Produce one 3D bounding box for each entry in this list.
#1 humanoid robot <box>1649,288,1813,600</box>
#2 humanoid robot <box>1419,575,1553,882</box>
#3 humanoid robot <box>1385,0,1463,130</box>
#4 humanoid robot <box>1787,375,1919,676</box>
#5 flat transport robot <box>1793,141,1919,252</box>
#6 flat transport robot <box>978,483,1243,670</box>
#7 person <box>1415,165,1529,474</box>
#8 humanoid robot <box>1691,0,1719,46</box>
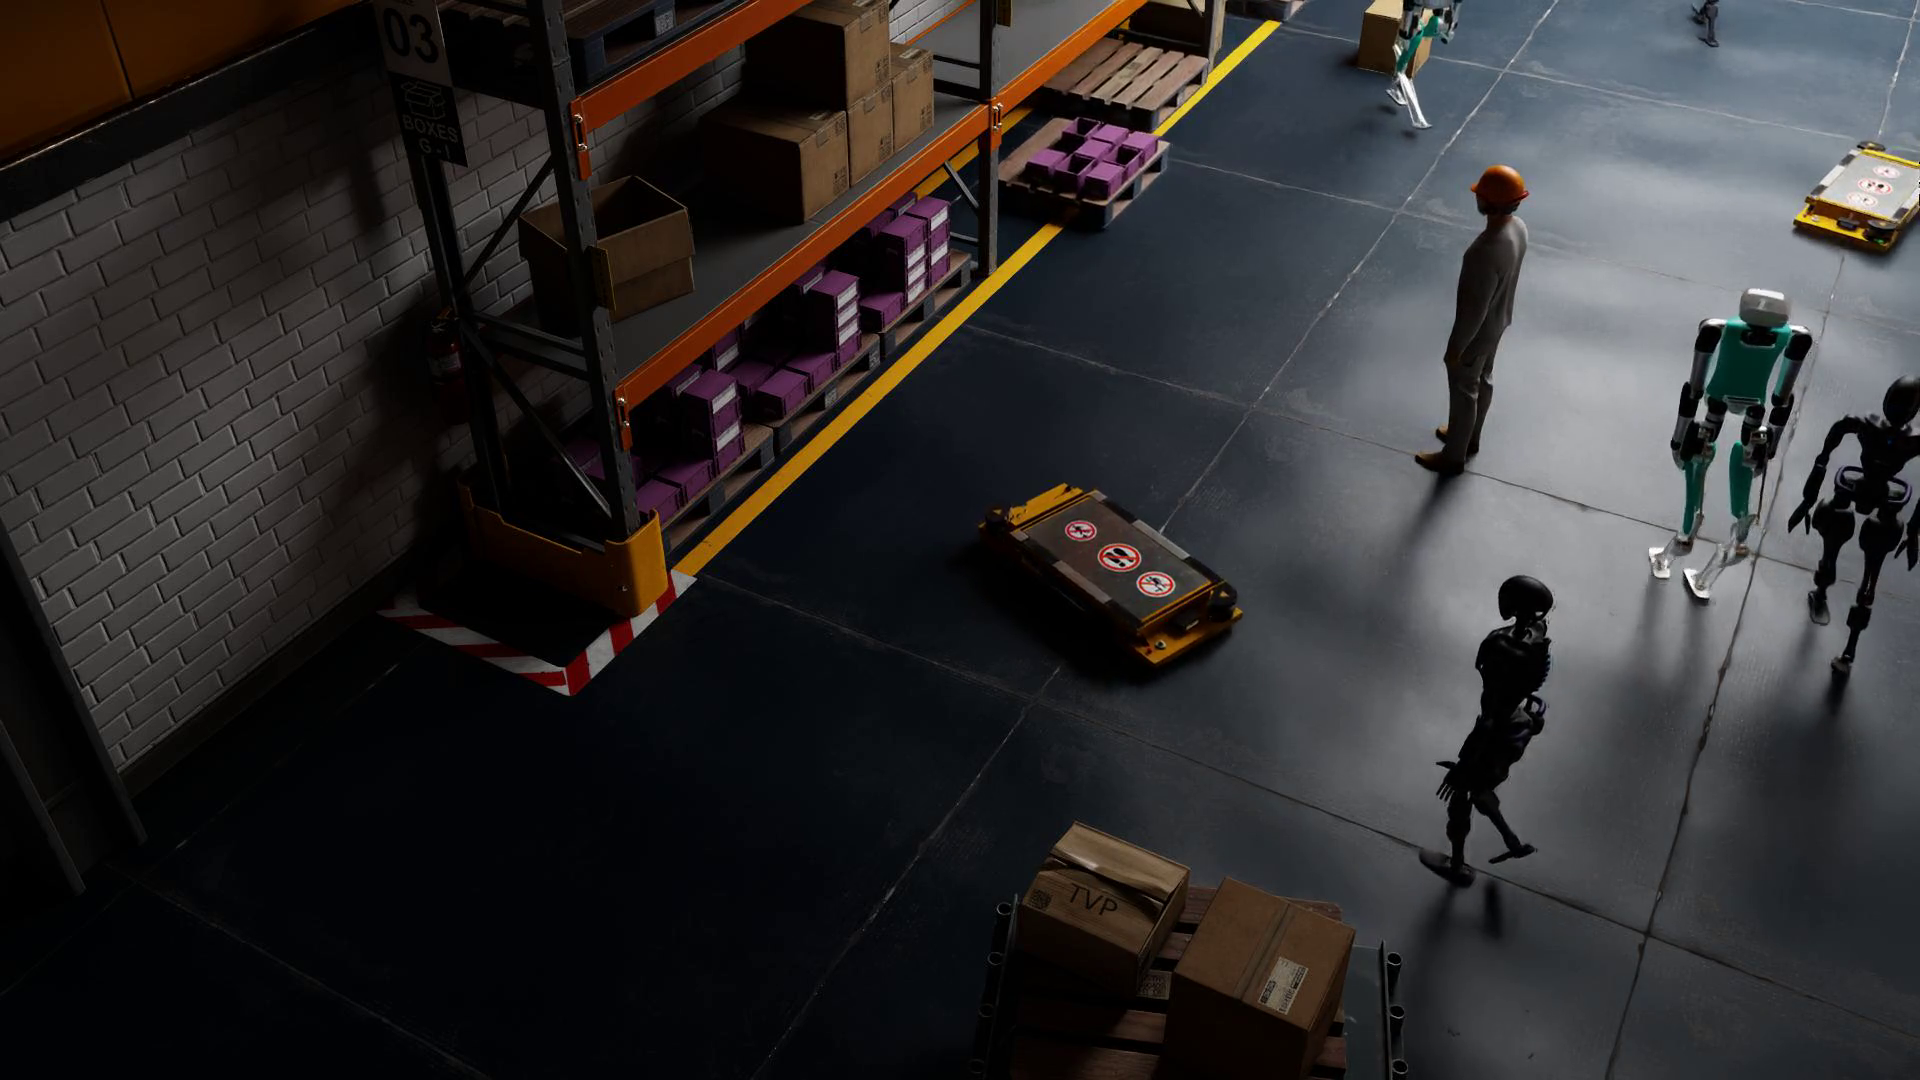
[{"bbox_3d":[3.918,-0.376,8.512,0.552,1.783,0.680,8,39,10],"label":"humanoid robot"},{"bbox_3d":[2.303,0.863,7.020,0.418,1.645,0.610,26,46,29],"label":"humanoid robot"},{"bbox_3d":[3.650,-4.169,13.268,0.541,1.746,1.017,-12,40,-14],"label":"humanoid robot"},{"bbox_3d":[4.490,-0.119,8.275,0.609,1.616,0.731,22,44,25],"label":"humanoid robot"},{"bbox_3d":[6.829,-2.581,12.446,0.659,0.231,1.431,28,46,30],"label":"flat transport robot"},{"bbox_3d":[0.799,0.141,9.043,0.659,0.231,1.431,-26,46,-29],"label":"flat transport robot"},{"bbox_3d":[2.936,-1.245,9.478,0.377,1.892,0.582,25,45,28],"label":"person"},{"bbox_3d":[6.766,-5.293,14.739,0.590,1.627,0.754,-6,39,-8],"label":"humanoid robot"}]
